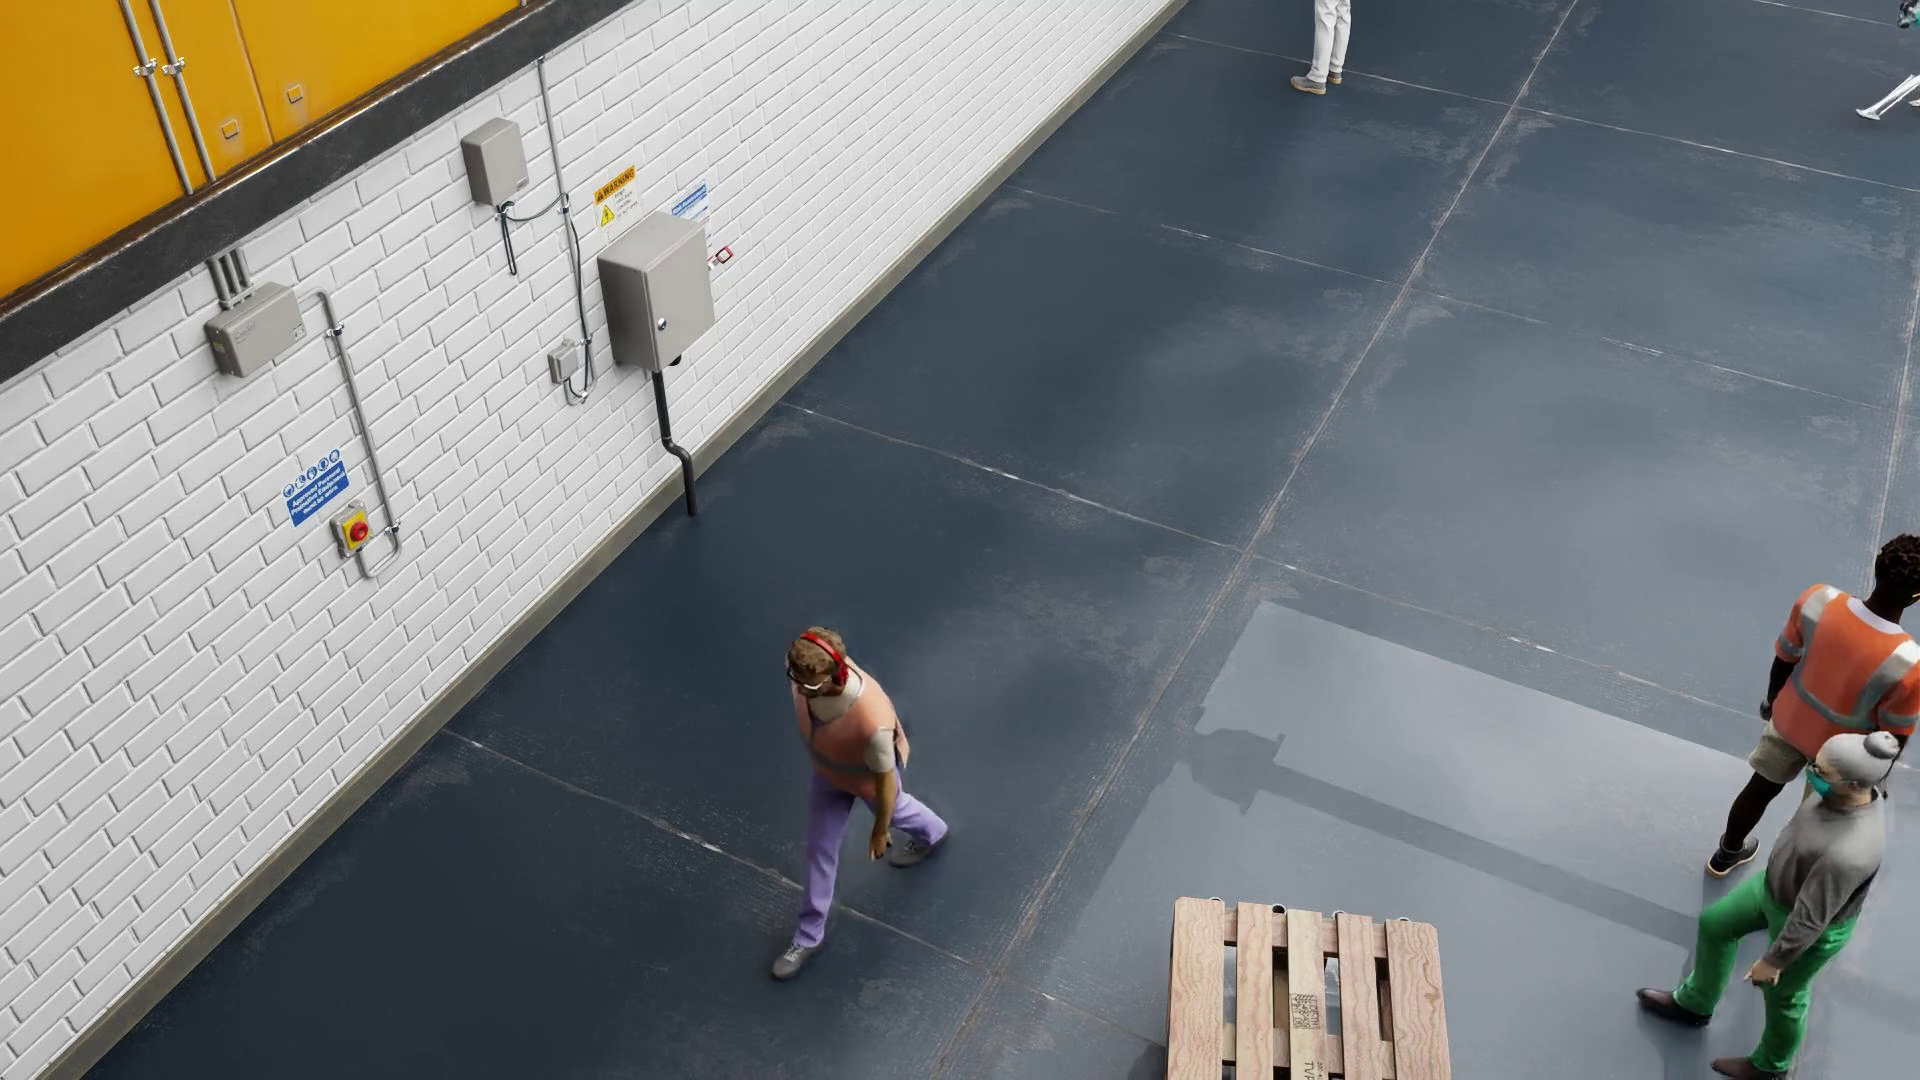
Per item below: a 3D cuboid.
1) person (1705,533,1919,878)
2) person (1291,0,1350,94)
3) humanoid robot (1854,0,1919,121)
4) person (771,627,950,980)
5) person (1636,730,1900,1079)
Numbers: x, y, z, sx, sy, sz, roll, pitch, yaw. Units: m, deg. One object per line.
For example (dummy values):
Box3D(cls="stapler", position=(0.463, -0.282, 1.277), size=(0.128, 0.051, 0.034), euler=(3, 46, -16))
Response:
Box3D(cls="person", position=(3.472, 0.761, 6.657), size=(0.367, 1.966, 0.601), euler=(-20, 45, -21))
Box3D(cls="person", position=(2.851, -4.334, 12.626), size=(0.352, 1.883, 0.580), euler=(31, 50, 31))
Box3D(cls="humanoid robot", position=(7.257, -3.871, 12.216), size=(1.032, 1.737, 0.546), euler=(-11, 42, -13))
Box3D(cls="person", position=(-0.395, 0.916, 6.636), size=(0.574, 1.764, 1.045), euler=(29, 49, 29))
Box3D(cls="person", position=(2.998, 1.324, 6.114), size=(0.713, 1.826, 0.615), euler=(12, 42, 14))
